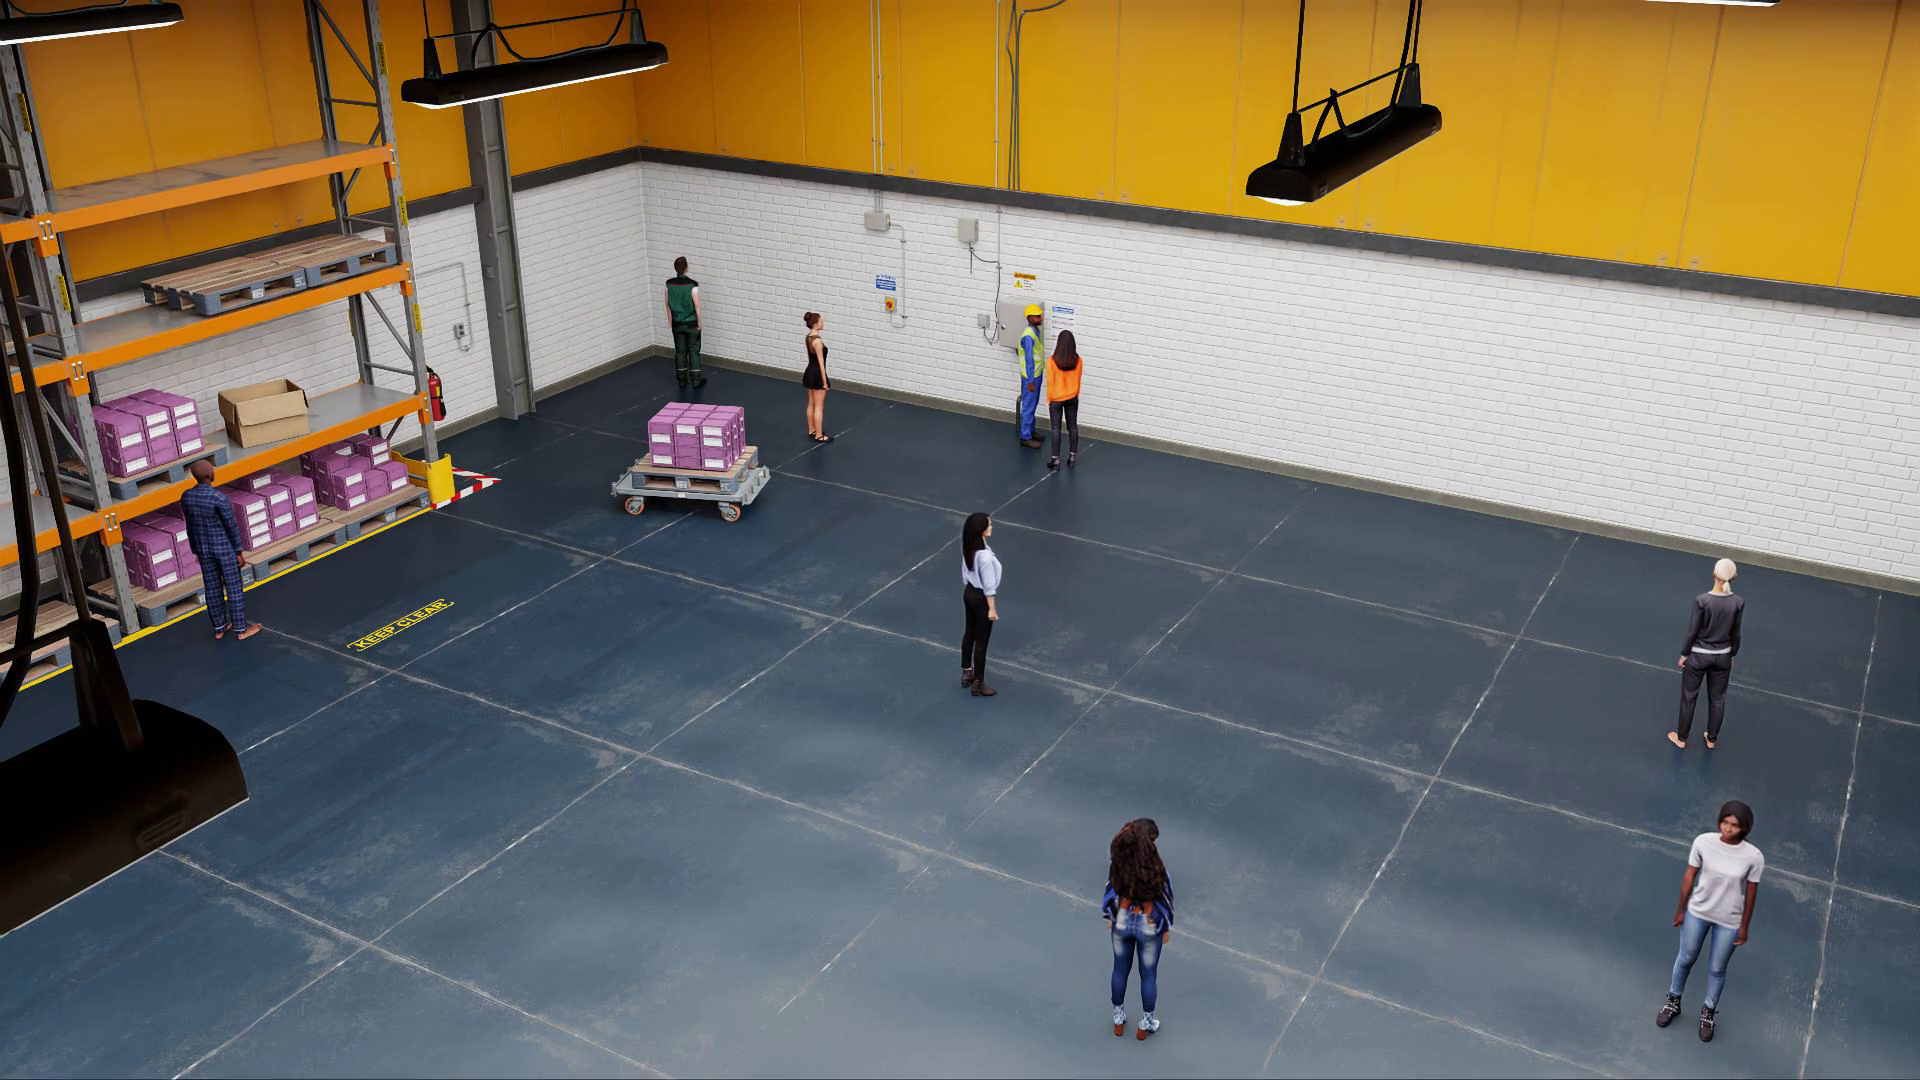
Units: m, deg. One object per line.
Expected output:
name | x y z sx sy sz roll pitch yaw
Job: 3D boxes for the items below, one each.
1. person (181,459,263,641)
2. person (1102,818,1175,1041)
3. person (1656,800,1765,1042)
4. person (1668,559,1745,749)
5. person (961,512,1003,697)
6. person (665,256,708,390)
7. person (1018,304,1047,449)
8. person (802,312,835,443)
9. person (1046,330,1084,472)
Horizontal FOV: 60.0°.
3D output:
person | -7.108 0.087 15.899 0.739 1.818 0.714 4 24 8
person | 1.137 2.480 10.675 0.640 1.618 0.582 10 25 21
person | 4.837 2.425 10.673 0.593 1.719 0.515 14 27 30
person | 6.319 0.954 14.031 0.687 1.726 0.668 2 24 4
person | 0.165 0.559 14.912 0.747 1.743 0.734 -11 26 -23
person | -3.791 -3.010 22.955 0.714 1.842 0.686 4 24 10
person | 0.909 -2.080 20.863 0.787 1.813 0.603 6 24 14
person | -1.818 -2.071 21.016 0.716 1.674 0.677 -11 26 -24
person | 1.256 -1.697 20.066 0.686 1.749 0.767 -9 25 -19
